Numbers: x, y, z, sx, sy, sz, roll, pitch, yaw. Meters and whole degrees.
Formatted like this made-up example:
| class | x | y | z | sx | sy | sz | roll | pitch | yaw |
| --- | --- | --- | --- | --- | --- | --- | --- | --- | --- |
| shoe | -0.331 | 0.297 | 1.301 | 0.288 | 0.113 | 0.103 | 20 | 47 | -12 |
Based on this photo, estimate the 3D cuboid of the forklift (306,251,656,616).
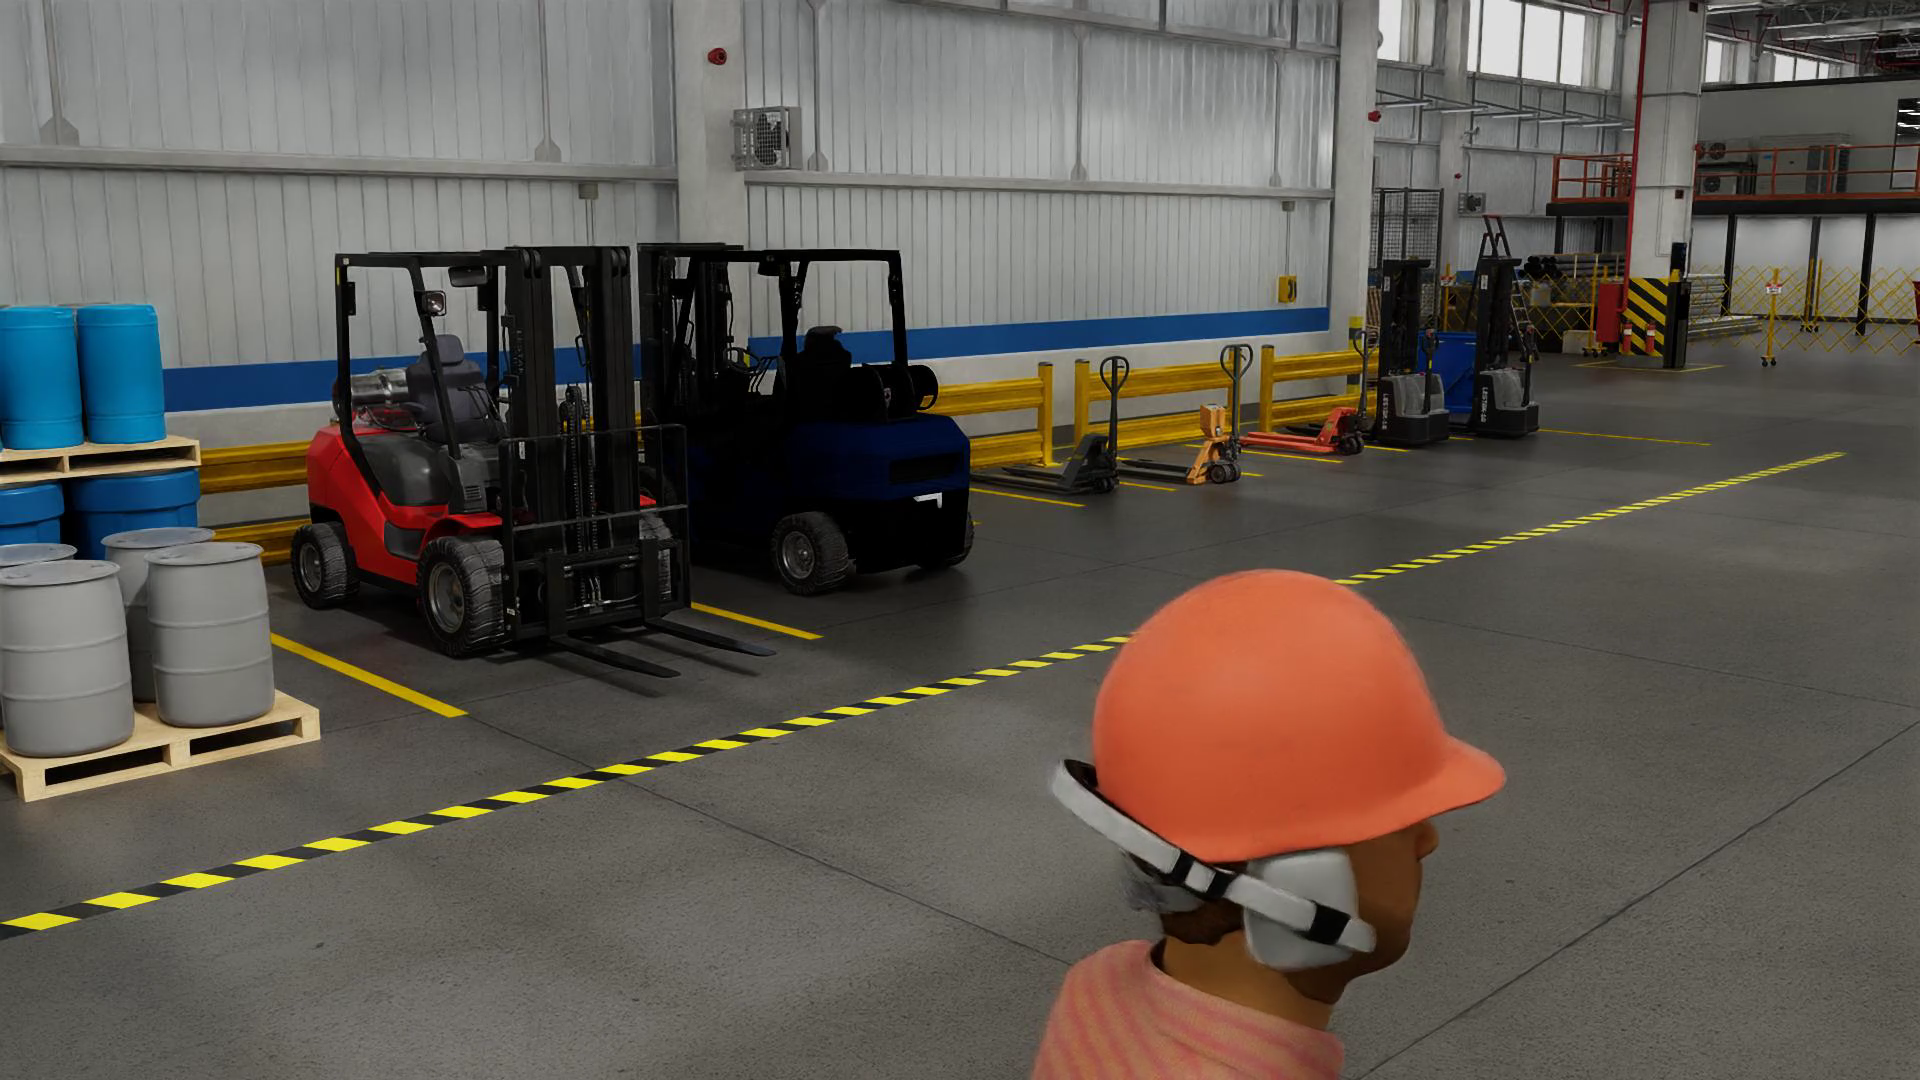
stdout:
| class | x | y | z | sx | sy | sz | roll | pitch | yaw |
| --- | --- | --- | --- | --- | --- | --- | --- | --- | --- |
| forklift | -2.833 | -0.669 | 9.694 | 1.157 | 1.987 | 2.680 | -10 | 14 | -44 |

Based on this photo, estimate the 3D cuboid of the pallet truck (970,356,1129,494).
| class | x | y | z | sx | sy | sz | roll | pitch | yaw |
| --- | --- | --- | --- | --- | --- | --- | --- | --- | --- |
| pallet truck | 0.784 | -1.085 | 14.876 | 0.680 | 1.201 | 1.601 | -10 | 14 | -44 |

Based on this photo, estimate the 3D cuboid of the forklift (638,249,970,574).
| class | x | y | z | sx | sy | sz | roll | pitch | yaw |
| --- | --- | --- | --- | --- | --- | --- | --- | --- | --- |
| forklift | -1.173 | -0.958 | 11.239 | 2.680 | 1.987 | 1.157 | 10 | 14 | 43 |

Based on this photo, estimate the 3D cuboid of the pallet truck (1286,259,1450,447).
| class | x | y | z | sx | sy | sz | roll | pitch | yaw |
| --- | --- | --- | --- | --- | --- | --- | --- | --- | --- |
| pallet truck | 4.493 | -2.078 | 18.196 | 0.823 | 1.965 | 1.885 | -9 | 14 | -40 |

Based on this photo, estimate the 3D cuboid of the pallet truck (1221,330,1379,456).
| class | x | y | z | sx | sy | sz | roll | pitch | yaw |
| --- | --- | --- | --- | --- | --- | --- | --- | --- | --- |
| pallet truck | 3.563 | -1.581 | 17.381 | 0.653 | 1.274 | 1.630 | -10 | 14 | -44 |

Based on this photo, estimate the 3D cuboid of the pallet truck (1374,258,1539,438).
| class | x | y | z | sx | sy | sz | roll | pitch | yaw |
| --- | --- | --- | --- | --- | --- | --- | --- | --- | --- |
| pallet truck | 5.704 | -2.208 | 18.901 | 1.885 | 1.965 | 0.823 | 10 | 14 | 43 |

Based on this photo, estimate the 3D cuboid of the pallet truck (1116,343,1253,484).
| class | x | y | z | sx | sy | sz | roll | pitch | yaw |
| --- | --- | --- | --- | --- | --- | --- | --- | --- | --- |
| pallet truck | 1.962 | -1.215 | 15.415 | 1.522 | 1.261 | 0.704 | 10 | 14 | 43 |

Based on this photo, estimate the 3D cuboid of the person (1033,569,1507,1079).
| class | x | y | z | sx | sy | sz | roll | pitch | yaw |
| --- | --- | --- | --- | --- | --- | --- | --- | --- | --- |
| person | 0.220 | 1.007 | 1.374 | 0.375 | 1.997 | 0.612 | -2 | 11 | -10 |
